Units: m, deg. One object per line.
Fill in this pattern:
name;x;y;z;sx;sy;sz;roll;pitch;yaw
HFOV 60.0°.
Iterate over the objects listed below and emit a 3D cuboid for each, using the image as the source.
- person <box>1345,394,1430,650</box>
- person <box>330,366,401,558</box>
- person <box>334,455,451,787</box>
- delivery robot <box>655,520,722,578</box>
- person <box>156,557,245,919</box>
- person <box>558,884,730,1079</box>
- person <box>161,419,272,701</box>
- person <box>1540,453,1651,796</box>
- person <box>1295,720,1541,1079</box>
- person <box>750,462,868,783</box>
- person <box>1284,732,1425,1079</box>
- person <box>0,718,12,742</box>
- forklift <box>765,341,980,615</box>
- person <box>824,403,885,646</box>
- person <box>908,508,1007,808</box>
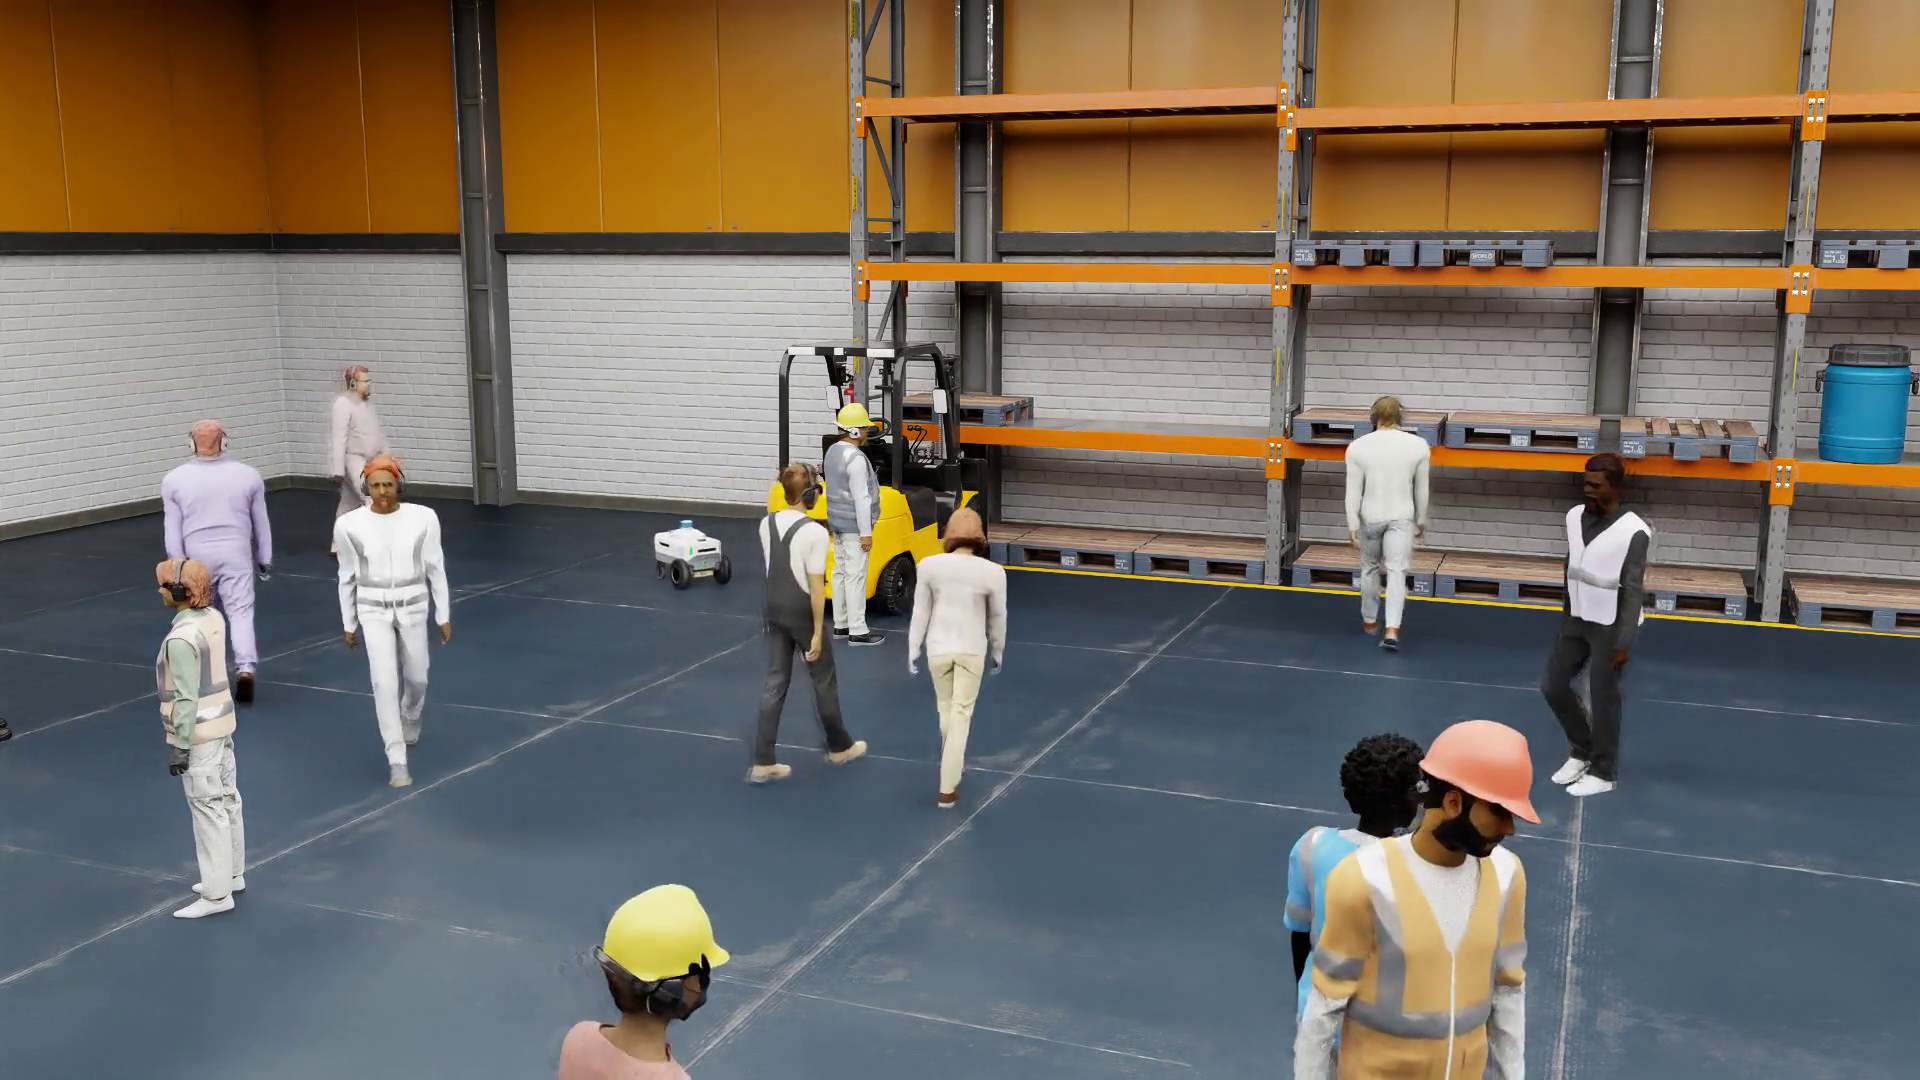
person;3.209;-0.147;12.543;0.628;1.906;0.993;2;10;13
person;-5.607;-0.723;15.843;1.004;1.856;0.656;0;10;-1
person;-3.252;0.412;9.554;0.591;1.857;0.856;-4;11;-22
delivery robot;-2.426;0.069;14.812;0.477;0.478;0.707;-8;13;-37
person;-3.432;0.883;7.512;0.310;1.642;0.514;-1;10;-8
person;-0.709;1.573;3.402;0.728;1.741;0.531;-9;13;-40
person;-4.937;0.126;11.105;0.653;1.871;0.930;-6;12;-28
person;3.468;0.469;9.086;0.475;1.901;0.635;-4;11;-20
person;1.162;1.379;4.055;0.594;1.890;0.760;-3;11;-17
person;-0.893;0.452;9.439;0.512;1.811;0.840;7;12;34
person;1.139;1.366;4.656;0.320;1.698;0.538;-8;13;-37
person;-6.035;0.271;10.106;0.369;1.933;0.553;-7;12;-33
forklift;-0.739;-0.602;14.246;1.214;2.155;2.313;4;11;21
person;-0.801;-0.120;12.567;0.403;1.833;0.591;-5;11;-27
person;0.000;0.615;9.106;0.518;1.588;0.767;2;10;14
